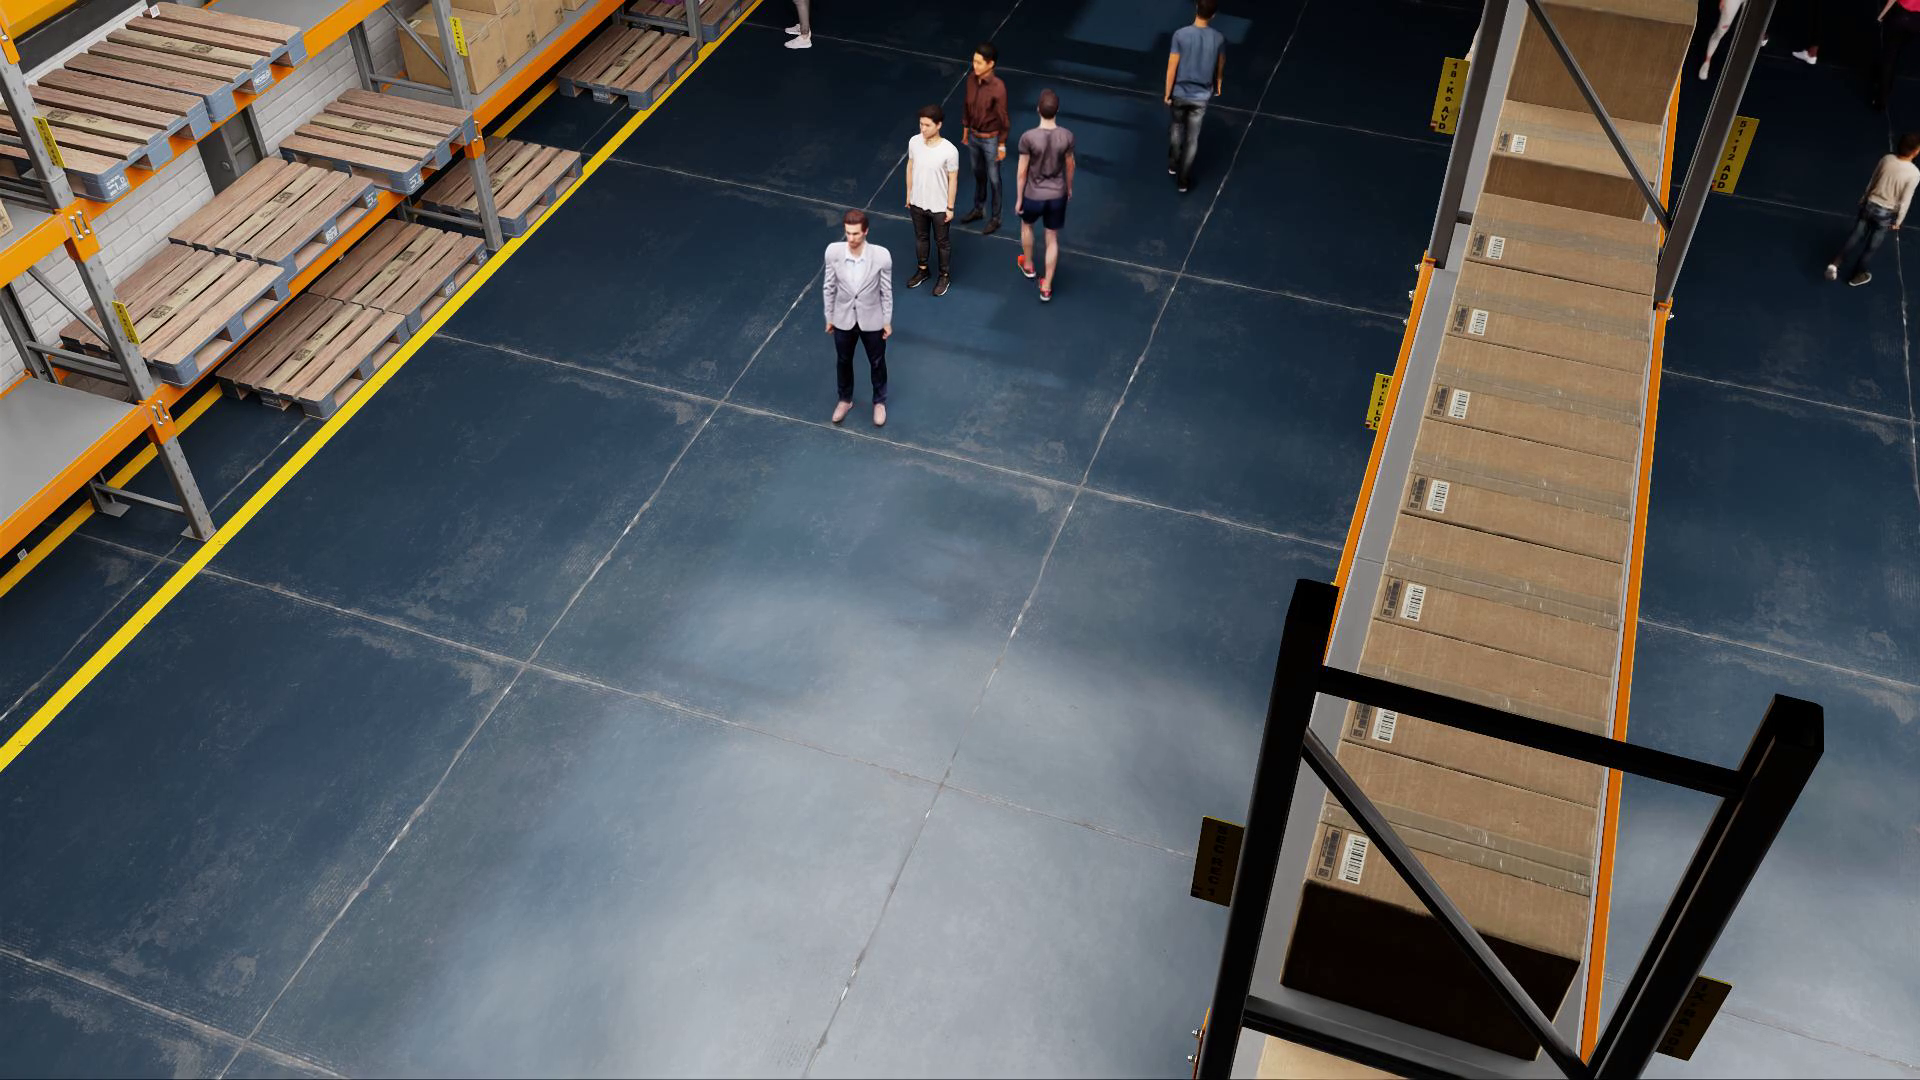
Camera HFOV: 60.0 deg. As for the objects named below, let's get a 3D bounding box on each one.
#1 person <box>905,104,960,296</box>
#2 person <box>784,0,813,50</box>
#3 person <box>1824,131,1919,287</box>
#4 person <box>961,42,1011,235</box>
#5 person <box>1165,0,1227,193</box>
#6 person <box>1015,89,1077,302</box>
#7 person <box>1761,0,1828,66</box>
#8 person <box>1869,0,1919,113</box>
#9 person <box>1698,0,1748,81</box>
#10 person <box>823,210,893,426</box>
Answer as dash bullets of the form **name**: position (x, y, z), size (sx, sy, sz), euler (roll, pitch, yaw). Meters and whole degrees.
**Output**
- **person**: position (-0.234, -2.862, 13.907), size (0.657, 1.722, 0.586), euler (21, 48, 21)
- **person**: position (-1.700, -5.988, 17.103), size (0.790, 1.840, 0.621), euler (0, 44, 0)
- **person**: position (7.685, -2.749, 13.986), size (0.863, 1.450, 0.783), euler (-22, 48, -22)
- **person**: position (0.235, -3.527, 14.563), size (0.718, 1.779, 0.671), euler (34, 53, 31)
- **person**: position (2.078, -4.003, 15.069), size (0.764, 1.771, 0.867), euler (-1, 44, -2)
- **person**: position (0.710, -2.795, 13.757), size (0.889, 1.832, 0.999), euler (-6, 44, -6)
- **person**: position (8.756, -5.649, 16.850), size (1.073, 1.698, 1.063), euler (-25, 49, -24)
- **person**: position (9.214, -4.959, 16.181), size (0.784, 1.622, 1.111), euler (3, 44, 3)
- **person**: position (7.839, -5.445, 16.634), size (0.662, 1.699, 0.608), euler (7, 44, 8)
- **person**: position (-0.760, -1.698, 12.589), size (0.725, 1.853, 0.648), euler (6, 44, 6)
